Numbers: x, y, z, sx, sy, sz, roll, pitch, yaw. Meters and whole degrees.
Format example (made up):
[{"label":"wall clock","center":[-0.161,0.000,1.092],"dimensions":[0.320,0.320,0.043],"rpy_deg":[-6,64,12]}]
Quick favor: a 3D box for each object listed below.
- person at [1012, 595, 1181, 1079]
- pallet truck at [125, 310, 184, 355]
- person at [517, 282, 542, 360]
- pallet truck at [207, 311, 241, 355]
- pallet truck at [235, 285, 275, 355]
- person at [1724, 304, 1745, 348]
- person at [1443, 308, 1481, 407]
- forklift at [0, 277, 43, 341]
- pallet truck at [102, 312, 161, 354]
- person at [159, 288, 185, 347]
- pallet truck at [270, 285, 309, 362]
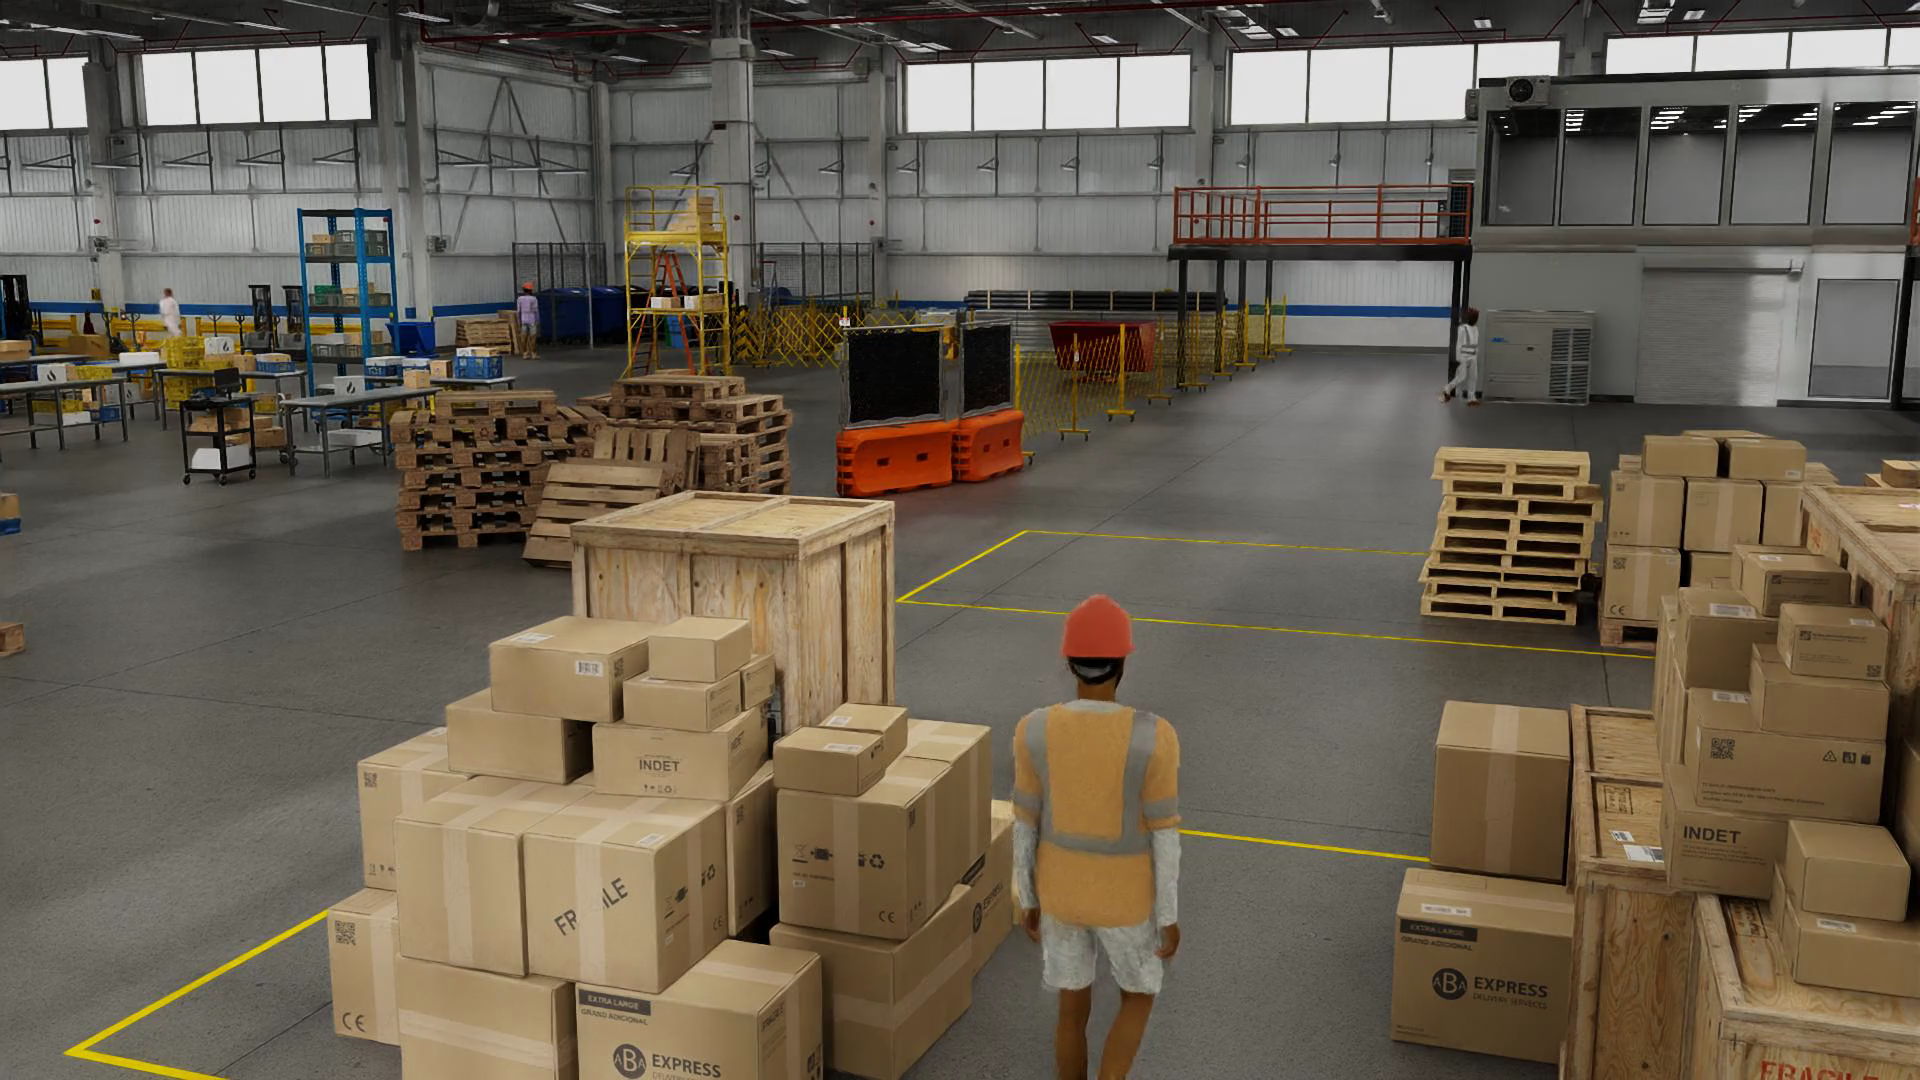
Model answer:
[{"label":"person","center":[0.427,1.141,5.332],"dimensions":[0.567,1.926,0.508],"rpy_deg":[4,11,20]},{"label":"pallet truck","center":[-22.038,-5.665,45.457],"dimensions":[0.704,1.261,1.522],"rpy_deg":[3,11,17]},{"label":"person","center":[-11.400,-5.785,44.007],"dimensions":[0.605,2.045,0.383],"rpy_deg":[3,11,17]},{"label":"pallet truck","center":[-19.537,-5.575,44.913],"dimensions":[0.653,1.274,1.630],"rpy_deg":[3,11,19]},{"label":"pallet truck","center":[-18.327,-5.835,44.421],"dimensions":[0.823,1.965,1.885],"rpy_deg":[4,11,23]},{"label":"person","center":[16.939,-4.352,36.503],"dimensions":[0.519,1.842,0.887],"rpy_deg":[-4,11,-23]},{"label":"person","center":[9.547,-3.459,31.475],"dimensions":[0.585,1.857,0.763],"rpy_deg":[-6,12,-32]},{"label":"forklift","center":[-27.151,-6.329,46.328],"dimensions":[1.157,1.987,2.680],"rpy_deg":[3,11,17]},{"label":"pallet truck","center":[-23.057,-5.777,46.261],"dimensions":[0.680,1.201,1.601],"rpy_deg":[3,11,19]},{"label":"person","center":[-21.207,-5.832,44.741],"dimensions":[0.687,1.877,0.482],"rpy_deg":[5,11,27]},{"label":"pallet truck","center":[-17.147,-5.700,43.663],"dimensions":[0.823,1.965,1.885],"rpy_deg":[3,11,17]}]
